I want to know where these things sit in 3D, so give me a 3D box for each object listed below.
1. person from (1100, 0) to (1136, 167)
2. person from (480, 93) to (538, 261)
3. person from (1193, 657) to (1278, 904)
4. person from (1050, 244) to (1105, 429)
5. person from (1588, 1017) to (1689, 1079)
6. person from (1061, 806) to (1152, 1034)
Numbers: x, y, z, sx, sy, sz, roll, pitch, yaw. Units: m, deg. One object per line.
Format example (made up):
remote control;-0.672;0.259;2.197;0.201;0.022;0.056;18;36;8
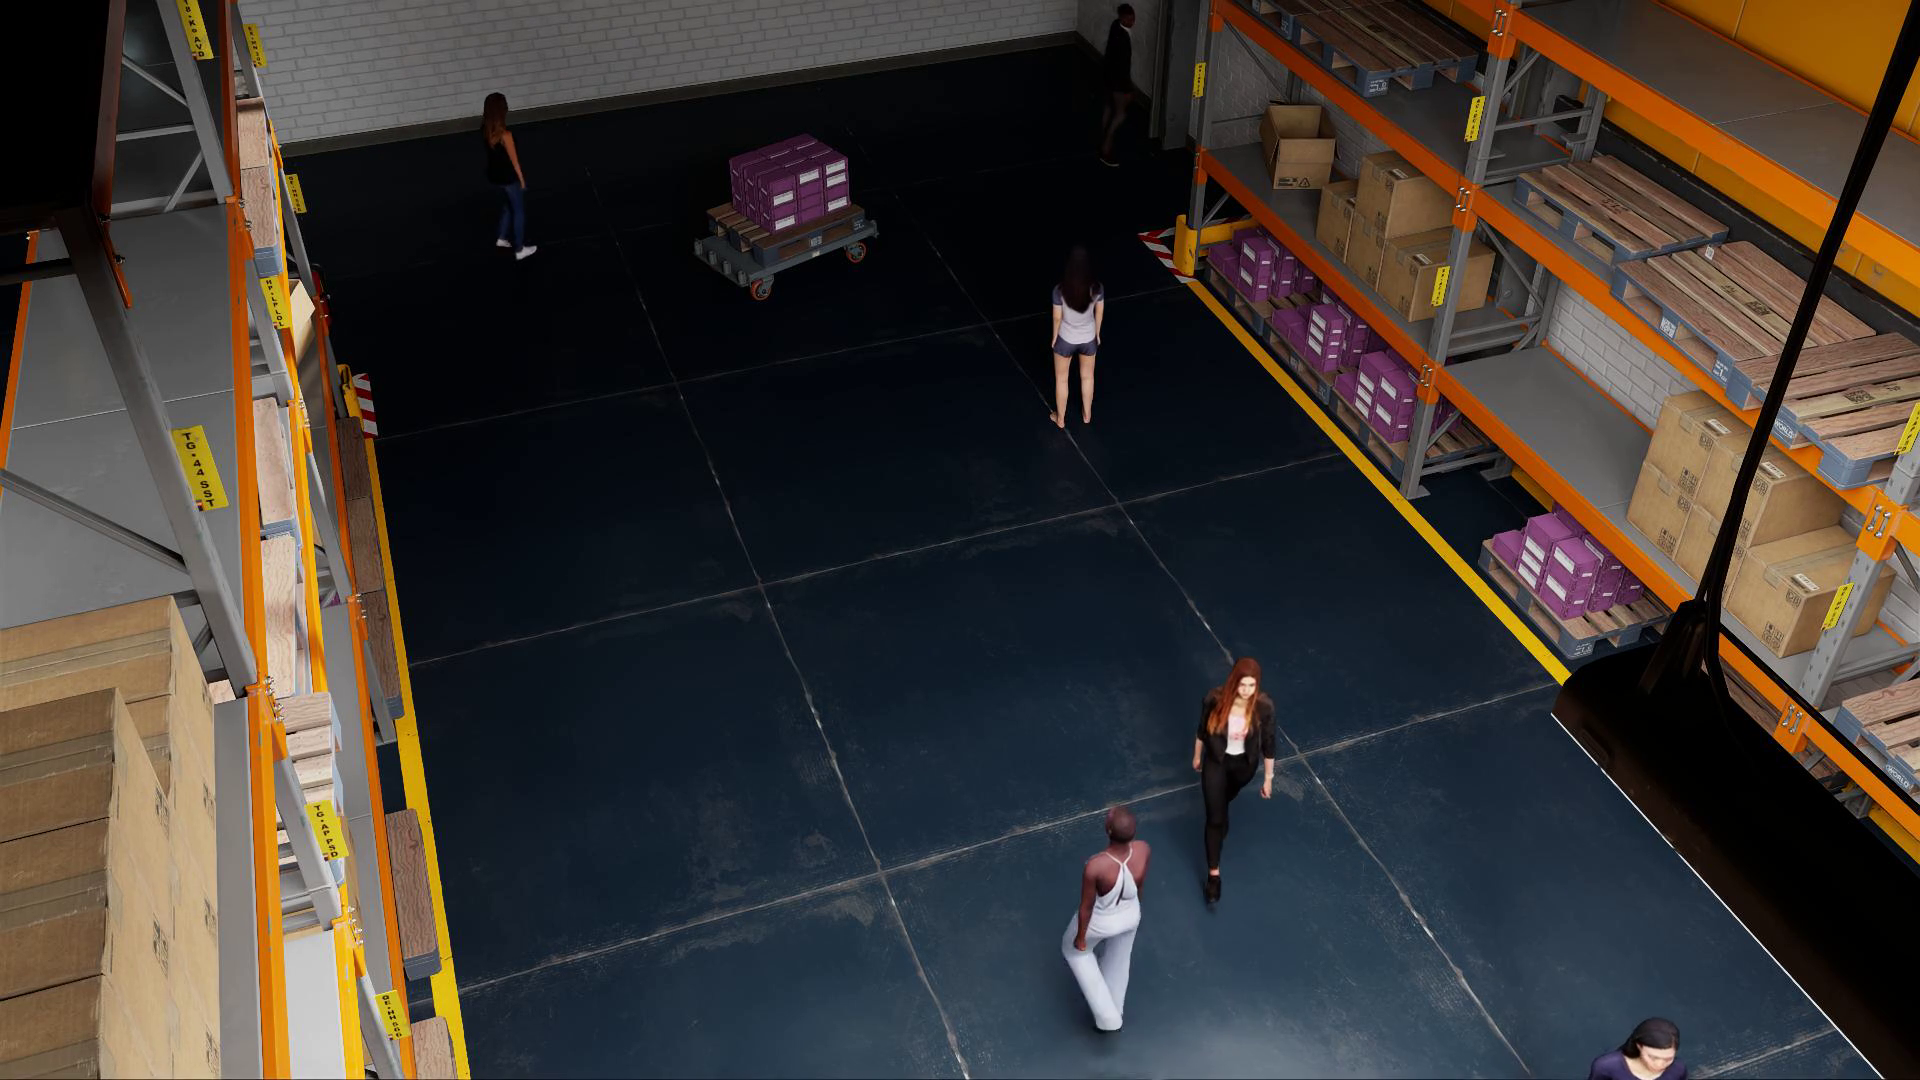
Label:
person;1.659;-4.985;17.978;0.892;1.777;0.572;-14;41;-17
person;-4.482;-3.502;16.175;0.708;1.710;0.772;26;45;29
person;1.670;1.305;10.194;0.983;1.664;1.232;4;39;5
person;0.967;-1.706;13.928;0.618;1.708;0.566;-8;39;-10
person;3.243;2.821;8.246;0.715;1.725;0.759;0;39;0
person;0.857;2.153;9.044;0.642;1.772;0.718;-19;42;-22
